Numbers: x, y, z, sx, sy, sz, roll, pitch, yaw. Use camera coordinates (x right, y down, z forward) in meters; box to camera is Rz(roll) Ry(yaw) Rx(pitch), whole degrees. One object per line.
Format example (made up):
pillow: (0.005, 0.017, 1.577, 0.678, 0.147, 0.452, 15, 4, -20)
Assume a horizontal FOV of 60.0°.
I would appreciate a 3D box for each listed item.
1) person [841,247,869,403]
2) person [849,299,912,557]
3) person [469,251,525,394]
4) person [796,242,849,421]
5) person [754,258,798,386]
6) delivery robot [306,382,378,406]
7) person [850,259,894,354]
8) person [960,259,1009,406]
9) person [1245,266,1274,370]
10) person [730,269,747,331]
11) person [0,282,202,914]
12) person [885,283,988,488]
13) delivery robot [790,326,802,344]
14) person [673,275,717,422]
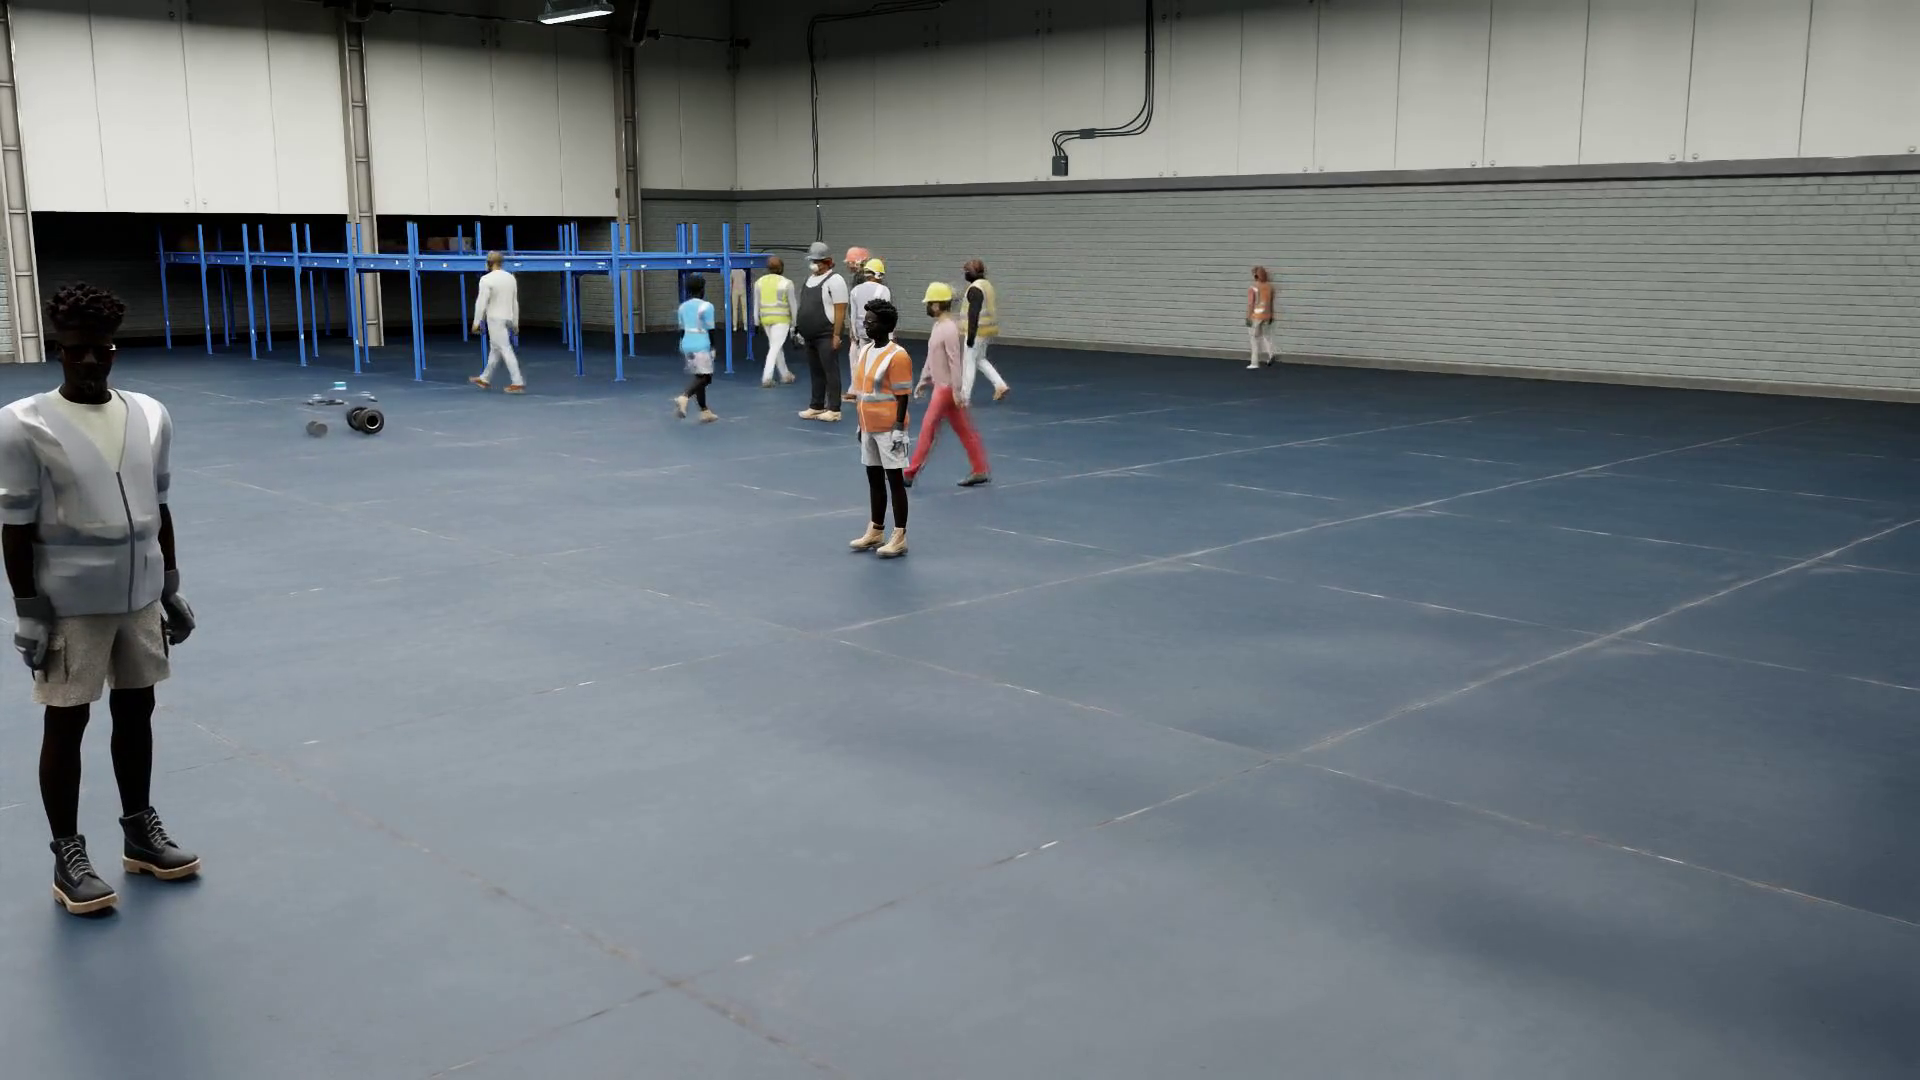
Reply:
person: (-1.136, -2.707, 21.010, 0.845, 1.967, 0.634, 1, 10, 4)
person: (-0.520, -0.747, 11.041, 0.319, 1.697, 0.532, -8, 13, -36)
person: (-6.286, -2.930, 22.398, 1.002, 1.886, 0.649, 4, 11, 22)
person: (-1.628, -2.378, 19.109, 0.535, 2.000, 0.709, -9, 13, -39)
person: (-2.595, -3.090, 23.557, 0.639, 1.797, 0.979, 5, 12, 26)
delivery robot: (-6.643, -1.582, 17.863, 0.698, 0.223, 0.335, -8, 13, -36)
person: (-1.041, -2.495, 20.230, 0.588, 1.822, 0.403, 7, 12, 32)
person: (0.214, -2.588, 20.736, 0.687, 1.822, 0.660, 2, 11, 13)
person: (4.735, -3.502, 26.255, 0.531, 1.621, 0.398, -6, 12, -30)
person: (-4.894, -5.462, 36.925, 0.505, 1.633, 0.279, -1, 10, -4)
person: (-2.740, 0.170, 5.309, 0.371, 1.963, 0.608, 5, 12, 27)
person: (-0.176, -1.286, 13.938, 0.943, 1.715, 0.528, -2, 11, -10)
delivery robot: (-2.958, -3.908, 31.255, 0.477, 0.478, 0.707, -4, 11, -19)
person: (-3.023, -2.152, 18.767, 0.530, 1.673, 0.636, 8, 13, 37)
